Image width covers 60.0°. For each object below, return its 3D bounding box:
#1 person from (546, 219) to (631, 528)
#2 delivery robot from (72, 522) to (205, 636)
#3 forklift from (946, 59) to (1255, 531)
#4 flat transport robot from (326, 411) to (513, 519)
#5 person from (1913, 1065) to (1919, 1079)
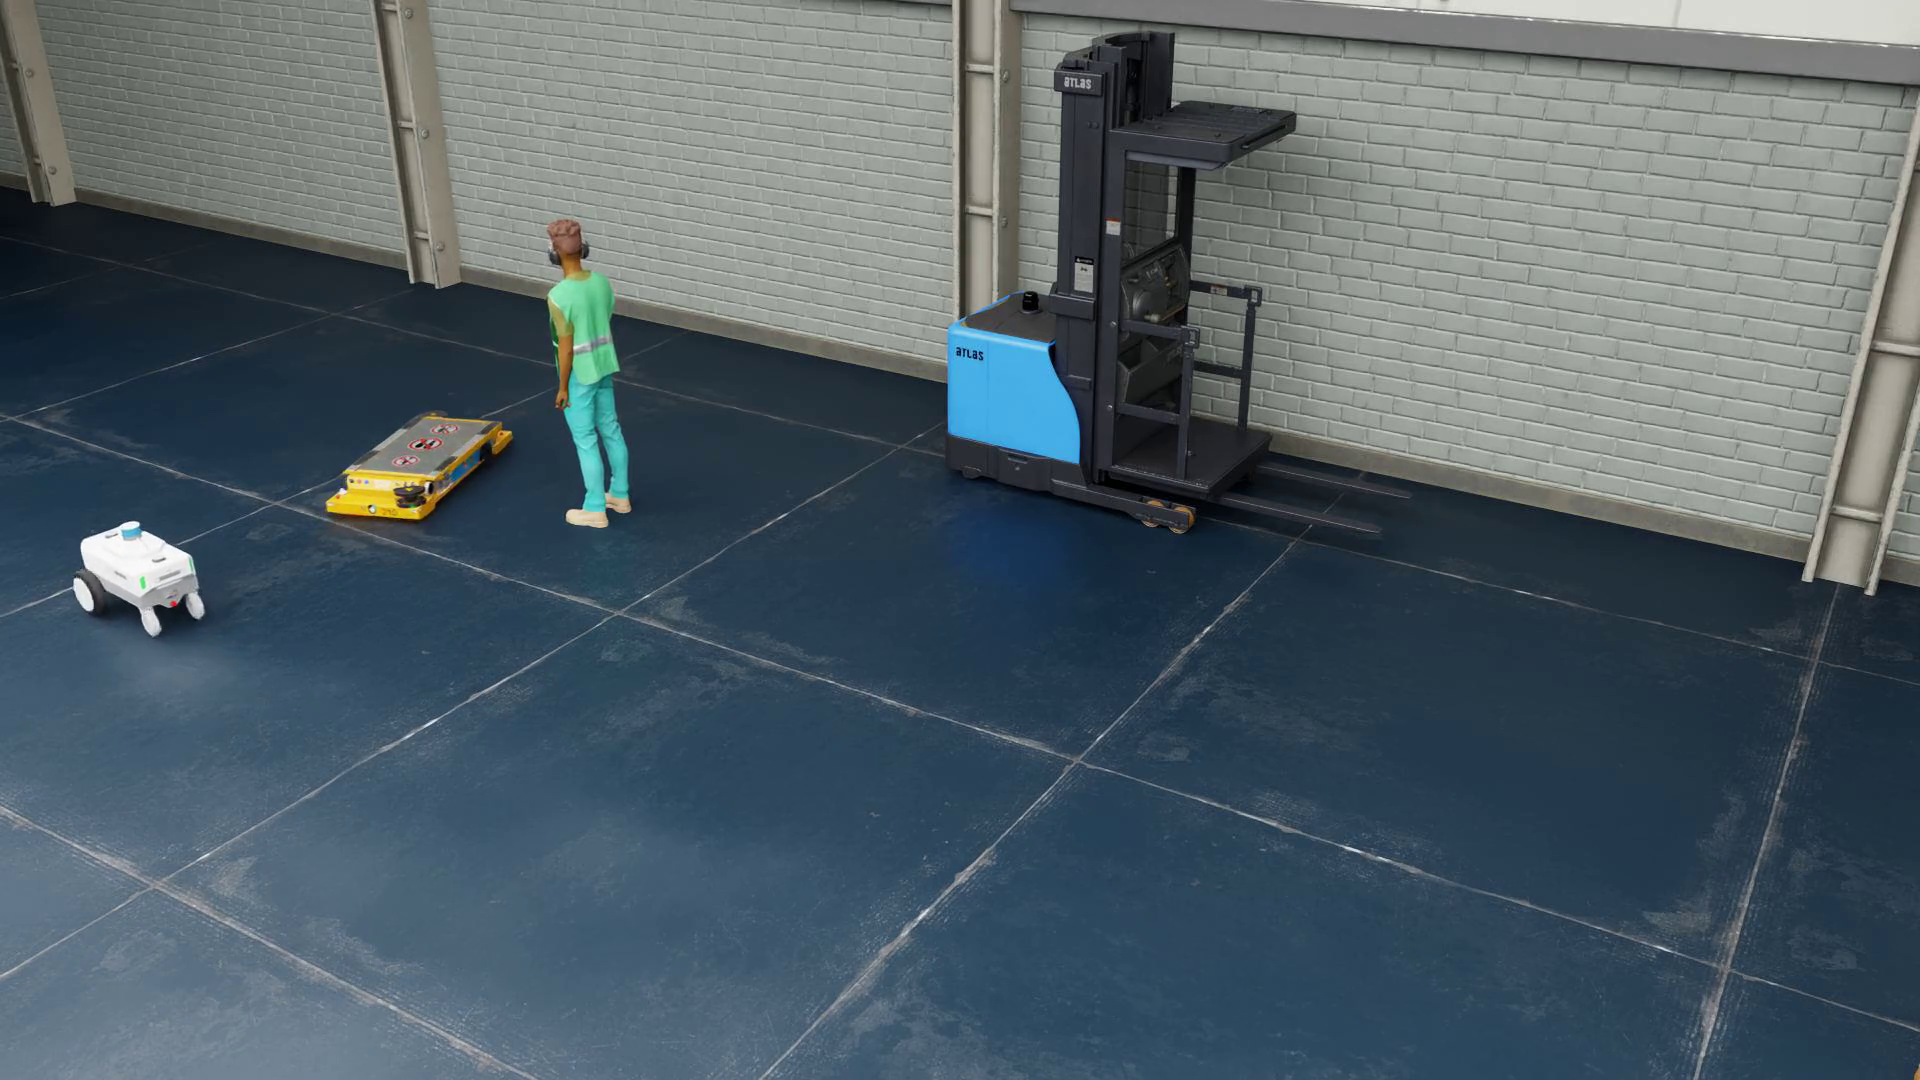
[{"bbox_3d":[-2.342,-1.030,10.442,0.401,1.977,0.482,14,29,27],"label":"person"},{"bbox_3d":[-4.718,0.185,9.548,0.793,0.608,0.499,18,31,33],"label":"delivery robot"},{"bbox_3d":[0.933,-1.707,10.833,1.873,2.768,1.129,15,29,28],"label":"forklift"},{"bbox_3d":[-3.667,-0.523,11.364,0.659,0.231,1.431,5,26,9],"label":"flat transport robot"},{"bbox_3d":[3.763,1.189,5.843,0.567,1.896,0.359,-19,31,-34],"label":"person"}]
